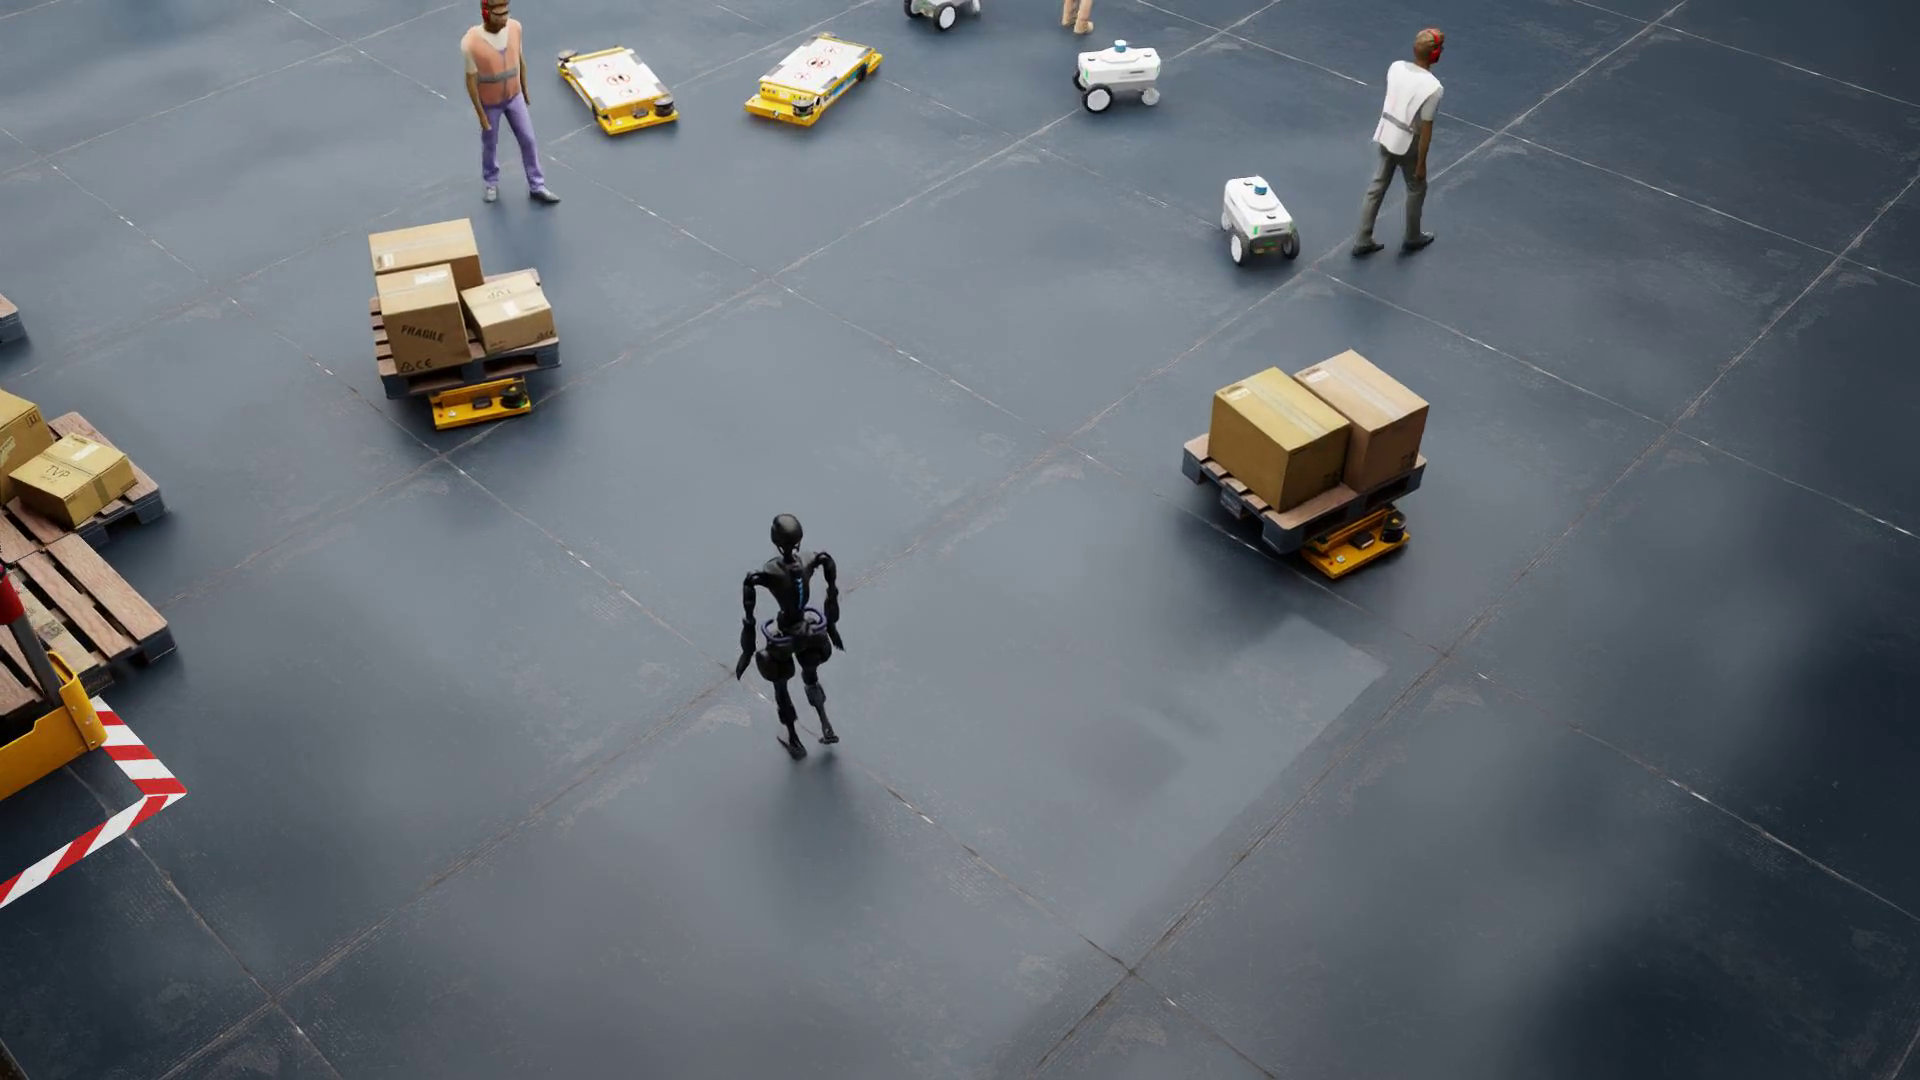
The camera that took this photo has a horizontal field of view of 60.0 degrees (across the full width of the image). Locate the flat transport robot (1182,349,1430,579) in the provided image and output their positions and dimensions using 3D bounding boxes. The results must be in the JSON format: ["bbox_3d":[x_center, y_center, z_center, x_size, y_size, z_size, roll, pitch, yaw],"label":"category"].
[{"bbox_3d":[2.204,-0.320,10.882,0.659,0.231,1.431,-24,47,-24],"label":"flat transport robot"}]

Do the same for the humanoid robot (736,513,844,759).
[{"bbox_3d":[-0.880,0.576,8.837,0.611,1.645,0.416,-22,46,-22],"label":"humanoid robot"}]

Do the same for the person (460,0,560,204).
[{"bbox_3d":[-3.689,-3.535,13.318,0.675,1.801,0.579,32,51,31],"label":"person"}]

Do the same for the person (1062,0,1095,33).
[{"bbox_3d":[1.232,-5.657,15.735,0.456,1.715,0.469,-28,49,-28],"label":"person"}]

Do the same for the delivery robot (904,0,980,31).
[{"bbox_3d":[-0.137,-5.354,16.264,0.767,0.596,0.524,-33,51,-31],"label":"delivery robot"}]

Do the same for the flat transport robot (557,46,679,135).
[{"bbox_3d":[-3.123,-4.116,15.101,0.659,0.231,1.431,-20,46,-21],"label":"flat transport robot"}]

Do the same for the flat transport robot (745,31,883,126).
[{"bbox_3d":[-1.326,-4.236,15.234,0.659,0.231,1.431,18,45,19],"label":"flat transport robot"}]

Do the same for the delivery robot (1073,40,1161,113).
[{"bbox_3d":[1.417,-4.205,14.976,0.773,0.582,0.499,-6,42,-7],"label":"delivery robot"}]

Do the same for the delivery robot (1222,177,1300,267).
[{"bbox_3d":[2.352,-2.547,13.131,0.499,0.579,0.753,-9,43,-10],"label":"delivery robot"}]

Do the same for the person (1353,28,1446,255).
[{"bbox_3d":[3.460,-3.027,12.724,0.808,1.819,0.613,-20,46,-21],"label":"person"}]

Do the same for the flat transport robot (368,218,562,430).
[{"bbox_3d":[-3.534,-1.329,12.003,0.659,0.231,1.431,-13,44,-14],"label":"flat transport robot"}]
